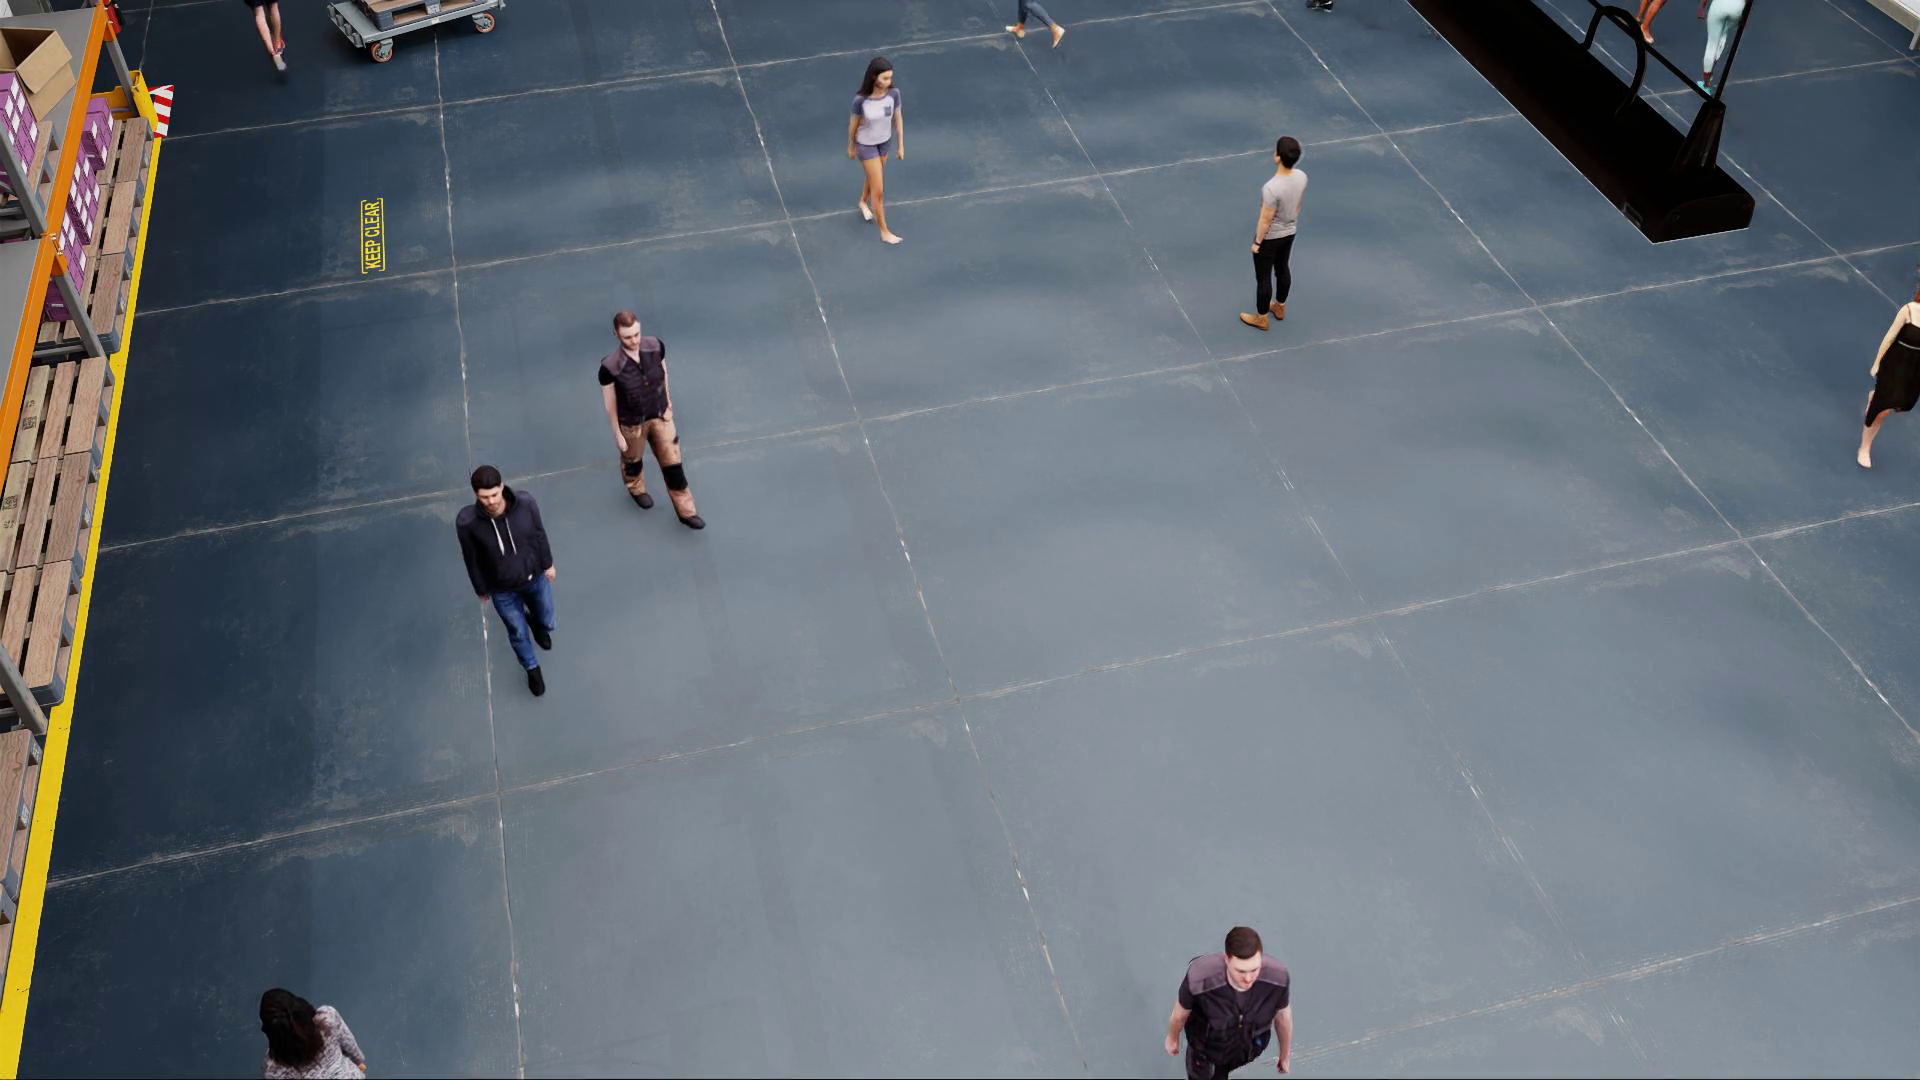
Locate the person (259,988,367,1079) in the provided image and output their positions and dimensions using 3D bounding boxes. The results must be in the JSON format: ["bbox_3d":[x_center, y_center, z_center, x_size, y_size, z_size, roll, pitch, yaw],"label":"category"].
[{"bbox_3d":[-3.084,2.696,8.083,0.734,1.732,0.685,24,48,23],"label":"person"}]

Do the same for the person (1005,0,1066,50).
[{"bbox_3d":[0.806,-5.864,17.052,1.144,1.755,1.013,28,50,27],"label":"person"}]

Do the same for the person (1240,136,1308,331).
[{"bbox_3d":[2.573,-2.504,13.548,0.673,1.722,0.650,-27,50,-26],"label":"person"}]

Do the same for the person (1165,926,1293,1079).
[{"bbox_3d":[1.305,2.430,8.309,0.827,1.805,1.161,-6,44,-6],"label":"person"}]

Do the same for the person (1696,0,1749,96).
[{"bbox_3d":[7.559,-5.168,16.354,0.687,1.709,0.709,2,44,2],"label":"person"}]

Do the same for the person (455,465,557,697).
[{"bbox_3d":[-2.858,0.176,10.622,0.753,1.878,0.861,-18,46,-18],"label":"person"}]

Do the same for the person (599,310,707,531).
[{"bbox_3d":[-2.318,-0.936,11.840,0.911,1.808,1.128,-27,50,-25],"label":"person"}]

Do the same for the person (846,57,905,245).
[{"bbox_3d":[-0.802,-3.490,14.610,0.790,1.684,1.097,-18,46,-18],"label":"person"}]

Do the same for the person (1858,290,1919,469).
[{"bbox_3d":[7.029,-1.332,12.404,0.819,1.603,0.983,9,44,9],"label":"person"}]
